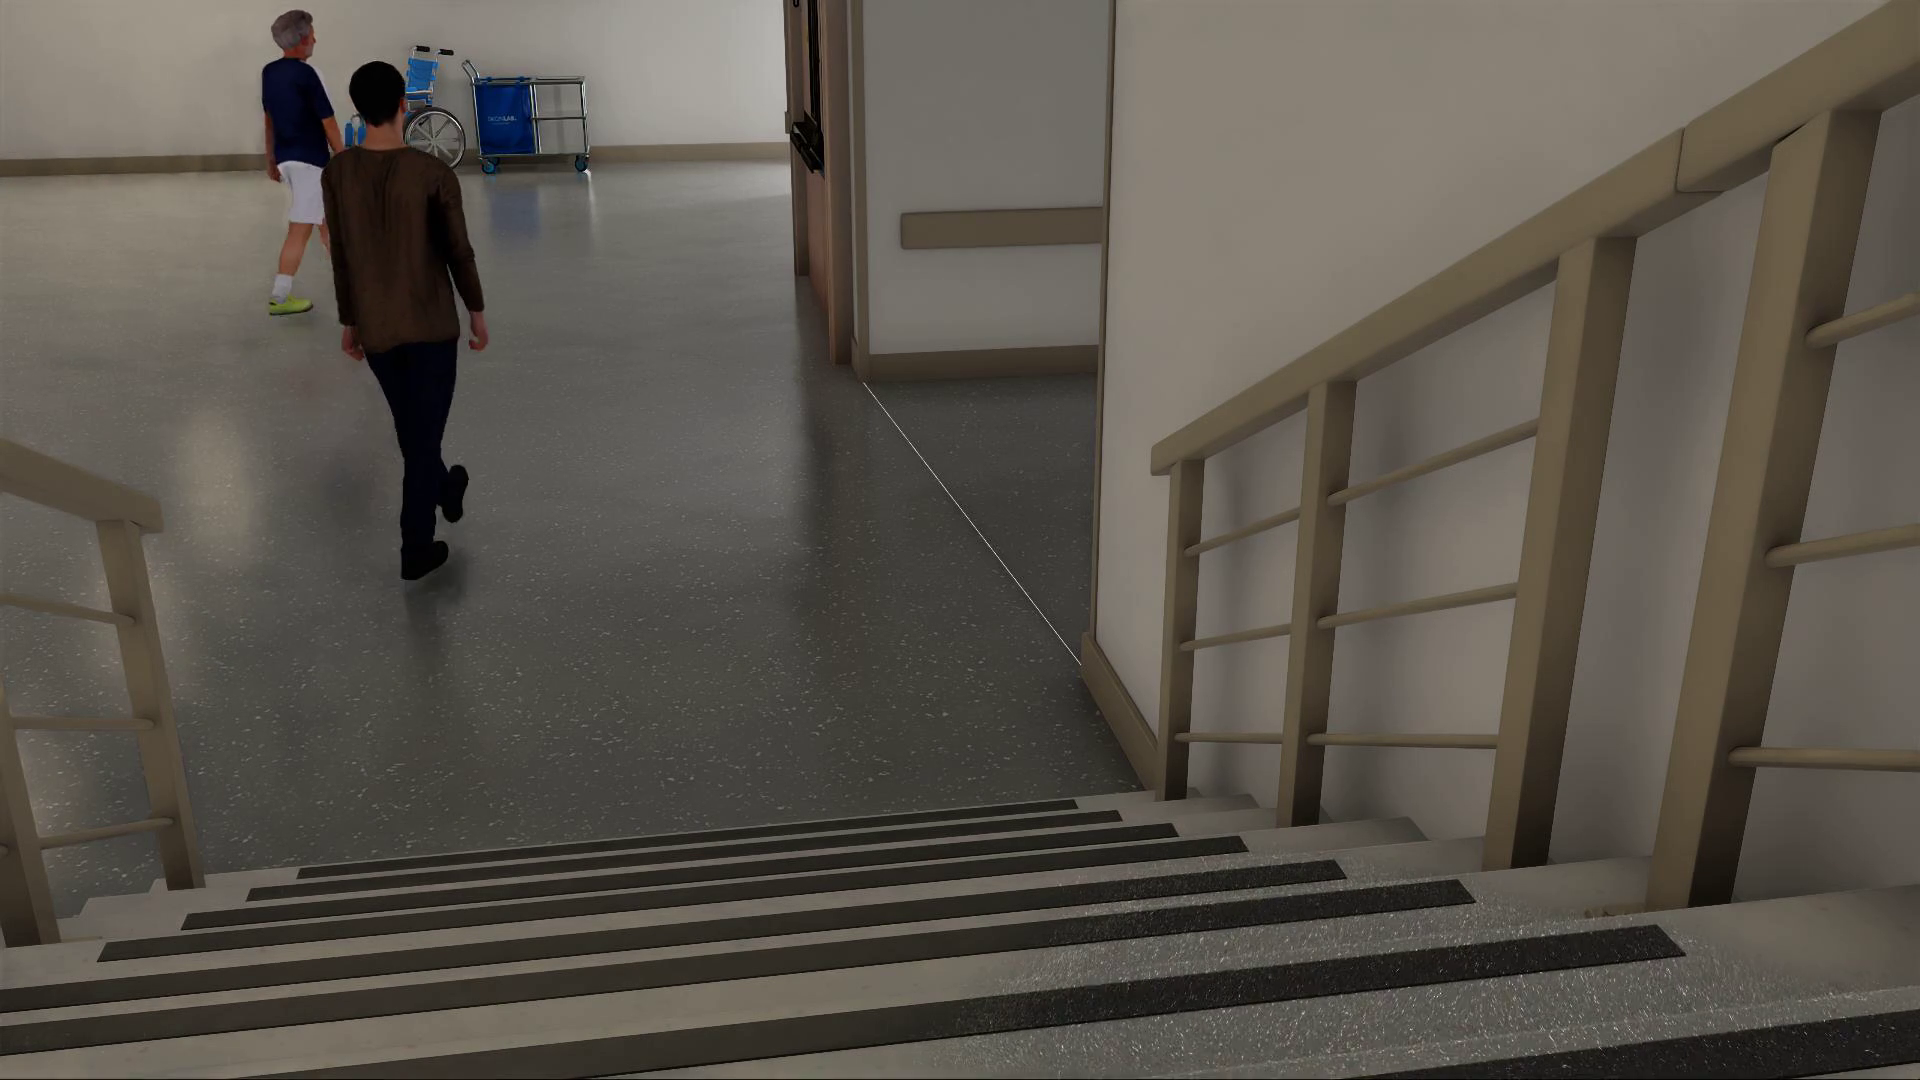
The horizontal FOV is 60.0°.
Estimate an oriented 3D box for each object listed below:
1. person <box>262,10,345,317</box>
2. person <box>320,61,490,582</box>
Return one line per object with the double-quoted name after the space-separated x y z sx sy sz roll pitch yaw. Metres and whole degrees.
-4.046 -2.242 10.107 1.144 1.784 1.242 12 24 28 "person"
-2.048 -0.747 6.058 0.864 1.856 1.137 3 21 7 "person"
